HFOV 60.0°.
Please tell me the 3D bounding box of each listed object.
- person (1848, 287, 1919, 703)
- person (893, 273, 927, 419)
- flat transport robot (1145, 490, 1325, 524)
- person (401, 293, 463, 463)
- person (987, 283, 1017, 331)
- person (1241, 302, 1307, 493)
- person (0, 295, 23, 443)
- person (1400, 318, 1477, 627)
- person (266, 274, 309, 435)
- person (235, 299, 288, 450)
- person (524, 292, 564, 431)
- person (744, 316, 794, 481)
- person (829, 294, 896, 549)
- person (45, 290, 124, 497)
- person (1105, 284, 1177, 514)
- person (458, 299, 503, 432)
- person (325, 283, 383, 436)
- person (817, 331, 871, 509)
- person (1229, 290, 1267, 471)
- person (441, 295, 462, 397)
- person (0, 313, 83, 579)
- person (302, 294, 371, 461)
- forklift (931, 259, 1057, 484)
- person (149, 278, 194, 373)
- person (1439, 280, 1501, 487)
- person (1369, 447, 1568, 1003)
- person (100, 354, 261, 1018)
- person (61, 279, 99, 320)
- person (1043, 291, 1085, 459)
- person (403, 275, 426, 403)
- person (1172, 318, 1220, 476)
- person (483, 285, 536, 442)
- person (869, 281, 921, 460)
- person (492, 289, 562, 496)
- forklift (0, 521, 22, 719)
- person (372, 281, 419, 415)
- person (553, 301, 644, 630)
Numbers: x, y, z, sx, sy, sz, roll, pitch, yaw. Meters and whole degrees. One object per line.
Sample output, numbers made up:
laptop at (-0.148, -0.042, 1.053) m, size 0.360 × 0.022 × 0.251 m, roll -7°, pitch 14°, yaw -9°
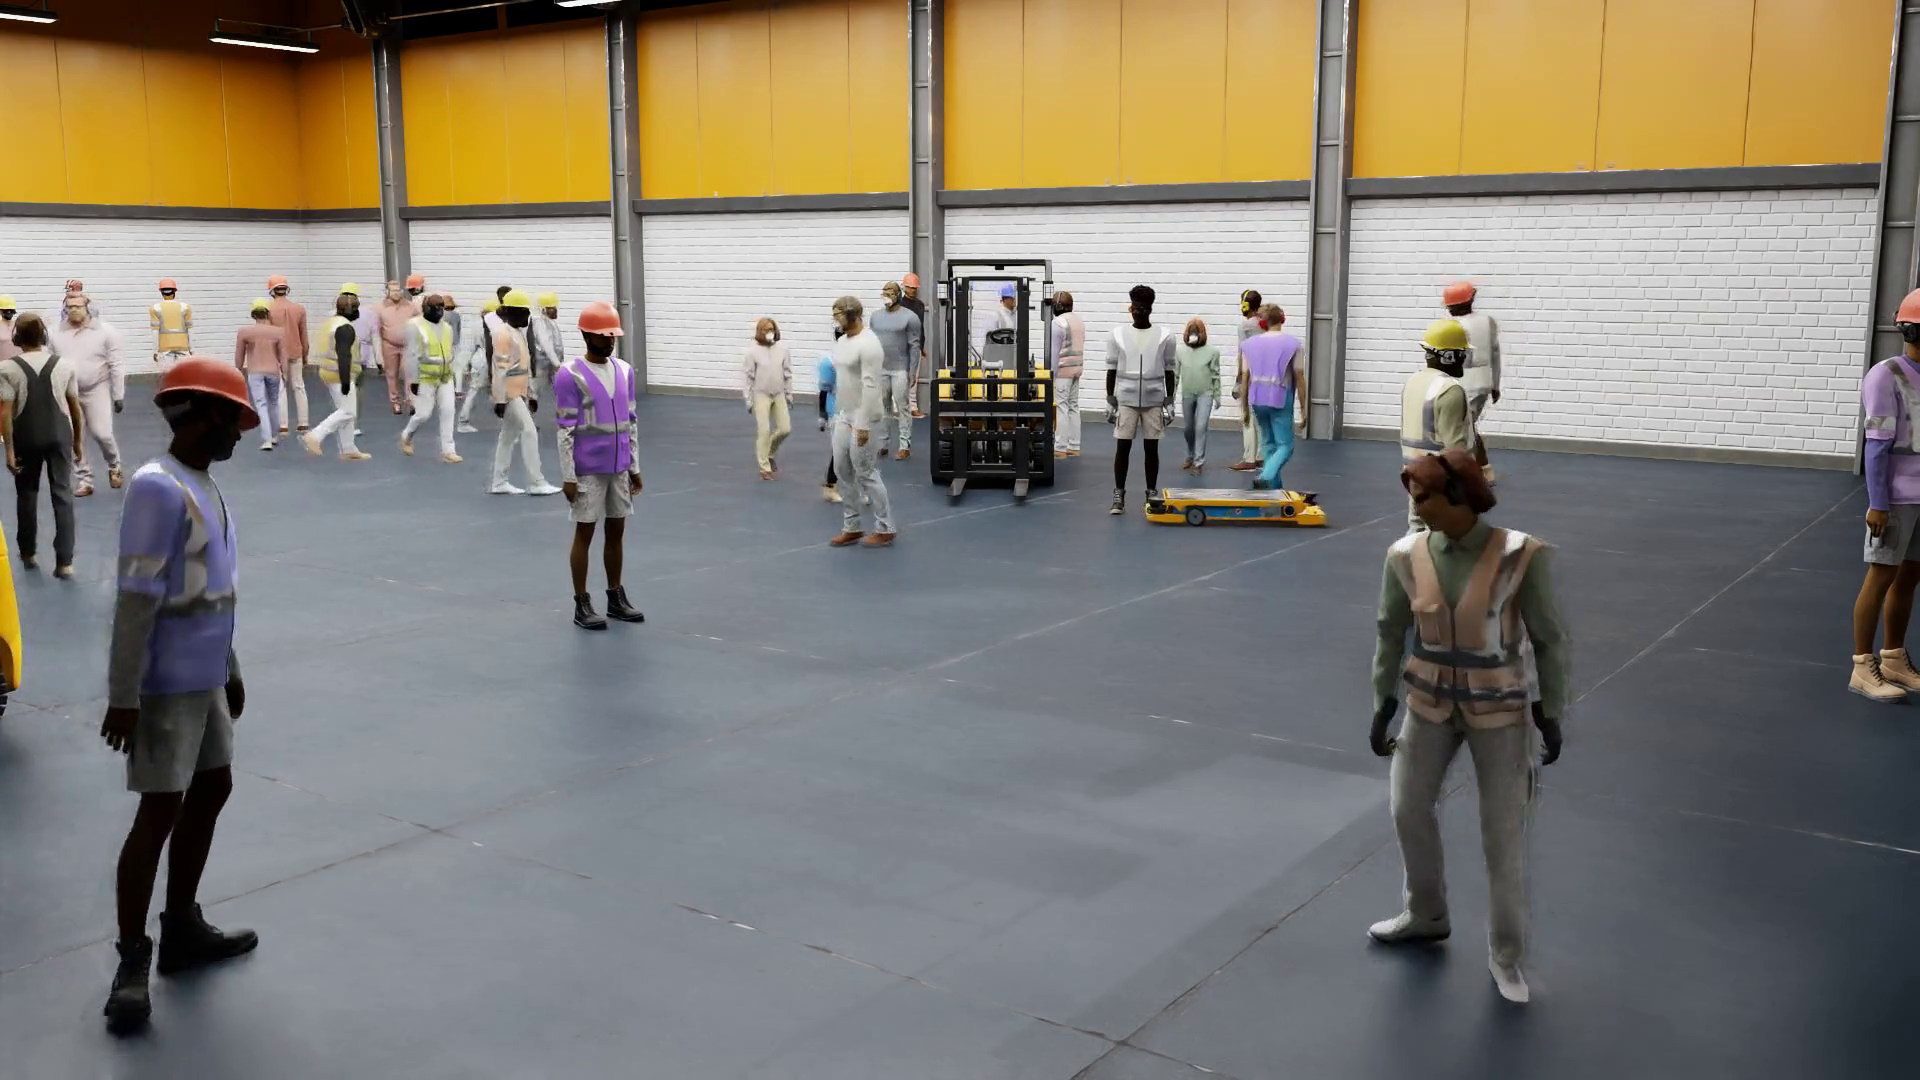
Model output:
person at (4.690, -0.225, 8.196) m, size 0.608 × 2.044 × 0.371 m, roll -5°, pitch 11°, yaw -29°
person at (-0.688, -2.640, 22.729) m, size 0.390 × 1.990 × 0.623 m, roll 9°, pitch 13°, yaw 44°
flat transport robot at (2.266, -0.285, 13.820) m, size 1.431 × 0.197 × 0.652 m, roll 1°, pitch 10°, yaw 5°
person at (-5.701, -1.735, 17.841) m, size 0.711 × 1.816 × 0.622 m, roll 7°, pitch 12°, yaw 36°
person at (0.553, -2.229, 20.584) m, size 1.013 × 1.899 × 0.634 m, roll 7°, pitch 12°, yaw 37°
person at (2.690, -1.146, 14.375) m, size 0.593 × 1.804 × 0.642 m, roll 7°, pitch 12°, yaw 35°
person at (-11.282, -2.030, 19.797) m, size 0.346 × 1.756 × 0.518 m, roll 9°, pitch 13°, yaw 43°
person at (2.770, -0.360, 9.624) m, size 0.404 × 1.831 × 0.600 m, roll -2°, pitch 10°, yaw -12°
person at (-8.424, -2.303, 20.721) m, size 0.400 × 1.989 × 0.623 m, roll 8°, pitch 13°, yaw 41°
person at (-8.061, -1.908, 19.187) m, size 0.543 × 1.721 × 0.909 m, roll -7°, pitch 12°, yaw -35°
person at (-5.195, -2.238, 21.027) m, size 0.956 × 1.775 × 0.581 m, roll 2°, pitch 10°, yaw 9°
person at (-1.887, -1.392, 16.397) m, size 0.525 × 1.618 × 0.392 m, roll -6°, pitch 11°, yaw -31°
person at (-0.787, -0.893, 12.571) m, size 0.435 × 1.904 × 0.667 m, roll -6°, pitch 11°, yaw -30°
person at (-8.058, -1.345, 15.322) m, size 0.656 × 1.895 × 0.463 m, roll -2°, pitch 10°, yaw -9°
person at (1.538, -1.190, 14.175) m, size 0.609 × 1.963 × 0.369 m, roll 1°, pitch 10°, yaw 5°
person at (-5.971, -2.201, 21.039) m, size 0.908 × 1.667 × 0.493 m, roll -6°, pitch 11°, yaw -31°
person at (-7.595, -2.242, 20.680) m, size 0.725 × 1.874 × 0.832 m, roll -7°, pitch 12°, yaw -35°
person at (-0.960, -1.097, 14.542) m, size 0.872 × 1.641 × 0.542 m, roll 9°, pitch 13°, yaw 43°
person at (2.998, -1.638, 17.145) m, size 0.535 × 1.864 × 0.309 m, roll -9°, pitch 13°, yaw -42°
person at (-8.168, -3.068, 26.392) m, size 0.651 × 1.609 × 0.537 m, roll 5°, pitch 11°, yaw 28°
person at (-6.344, -0.657, 11.499) m, size 0.524 × 1.793 × 0.945 m, roll -7°, pitch 12°, yaw -35°
person at (-6.716, -1.723, 17.837) m, size 0.645 × 1.812 × 0.642 m, roll -7°, pitch 12°, yaw -35°
forklift at (0.370, -1.738, 16.759) m, size 1.214 × 2.155 × 2.313 m, roll 1°, pitch 10°, yaw 3°
person at (-10.891, -2.656, 23.017) m, size 0.543 × 1.927 × 0.375 m, roll -6°, pitch 11°, yaw -33°
person at (4.661, -1.372, 15.209) m, size 0.721 × 1.986 × 0.469 m, roll -6°, pitch 11°, yaw -33°
person at (1.512, 0.531, 4.990) m, size 0.607 × 1.623 × 0.356 m, roll 7°, pitch 12°, yaw 36°
person at (-2.310, 0.412, 4.880) m, size 0.458 × 1.884 × 0.736 m, roll -1°, pitch 10°, yaw -6°
person at (-12.259, -2.668, 23.145) m, size 0.405 × 1.911 × 0.636 m, roll 1°, pitch 10°, yaw 8°
person at (1.130, -1.802, 18.234) m, size 0.431 × 1.836 × 0.619 m, roll 6°, pitch 11°, yaw 31°
person at (-8.093, -3.014, 25.095) m, size 0.778 × 1.951 × 0.718 m, roll 2°, pitch 10°, yaw 9°
person at (2.415, -1.472, 16.975) m, size 0.514 × 1.596 × 0.681 m, roll 4°, pitch 10°, yaw 20°
person at (-5.452, -2.150, 20.157) m, size 0.600 × 1.887 × 0.889 m, roll -3°, pitch 10°, yaw -18°
person at (-0.730, -1.834, 18.094) m, size 0.628 × 1.940 × 0.373 m, roll 5°, pitch 11°, yaw 26°
person at (-3.979, -1.342, 15.269) m, size 0.791 × 1.897 × 0.619 m, roll 0°, pitch 10°, yaw -1°
forklift at (-5.296, -0.090, 6.943) m, size 1.214 × 2.155 × 2.313 m, roll 7°, pitch 12°, yaw 35°
person at (-7.838, -2.662, 23.207) m, size 0.679 × 1.865 × 0.929 m, roll -4°, pitch 11°, yaw -25°
person at (-2.102, -0.436, 9.800) m, size 0.382 × 1.929 × 0.538 m, roll 8°, pitch 12°, yaw 38°
